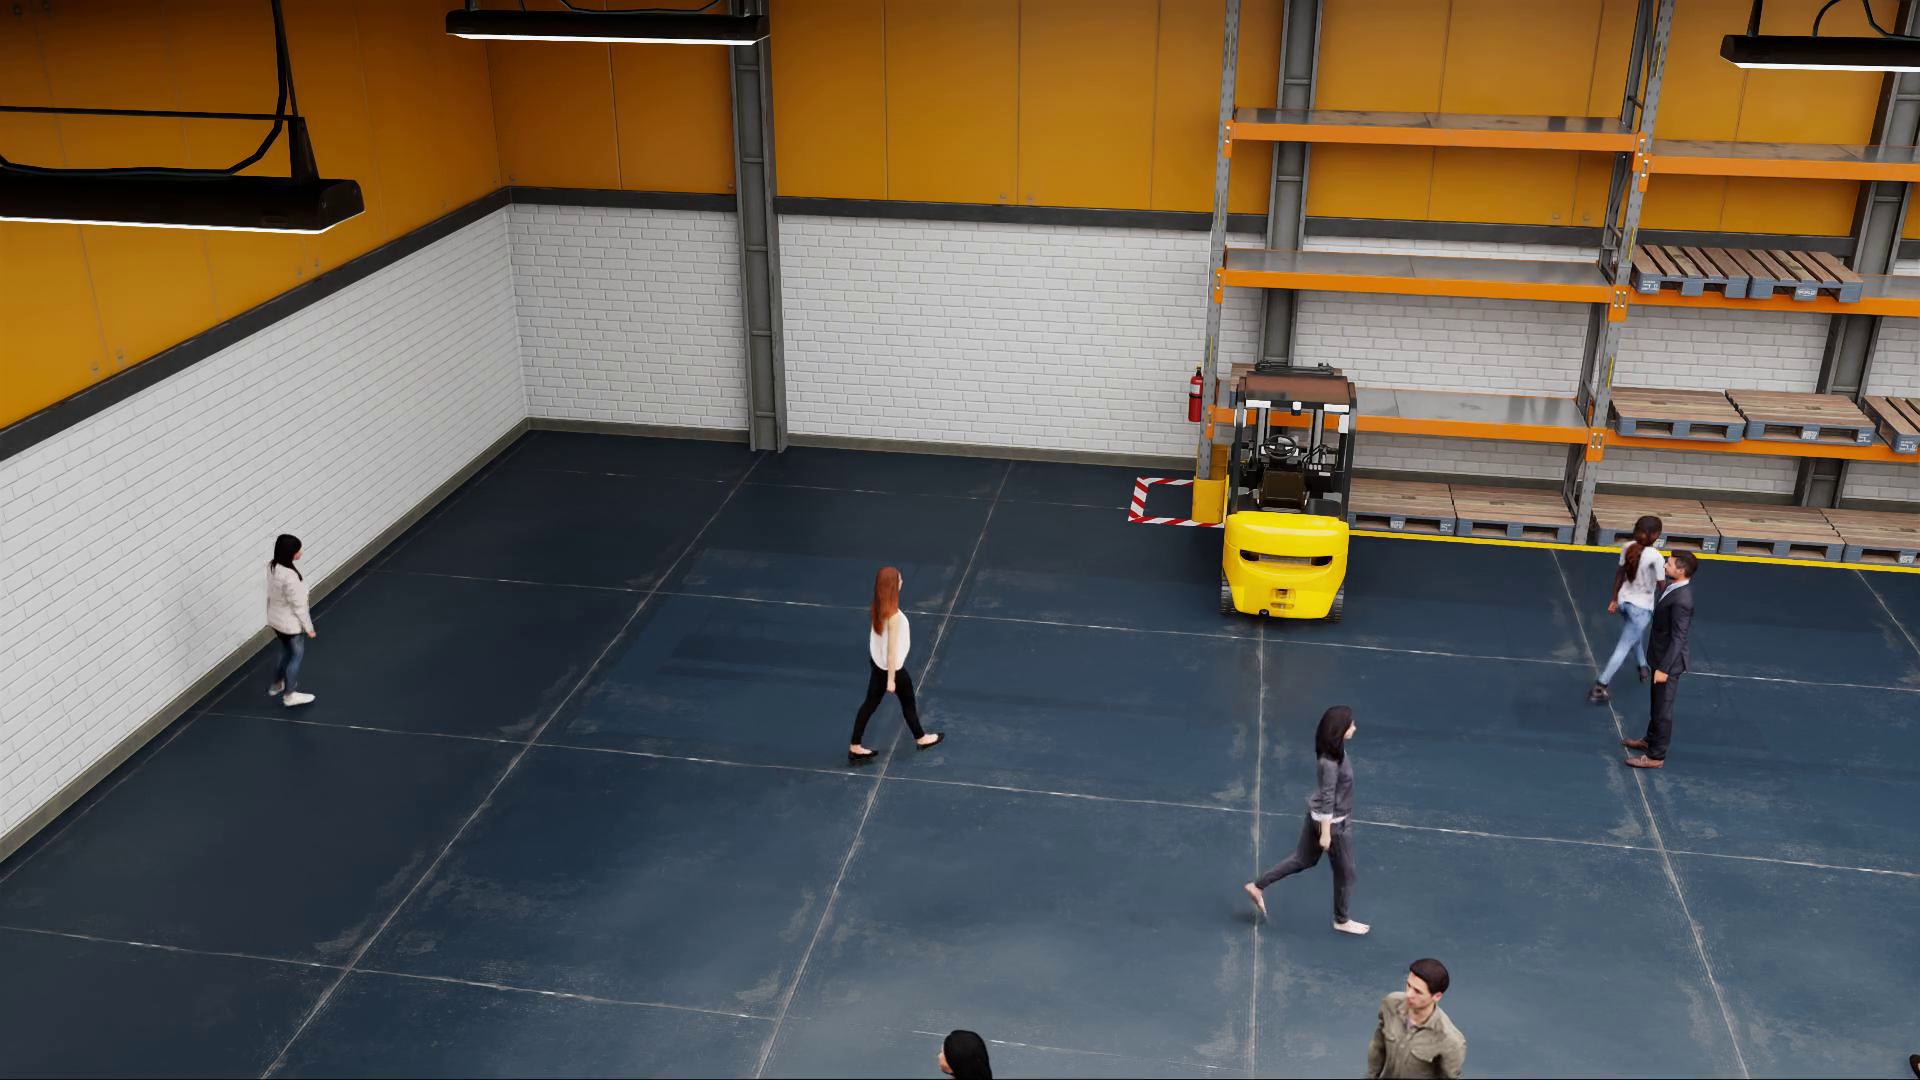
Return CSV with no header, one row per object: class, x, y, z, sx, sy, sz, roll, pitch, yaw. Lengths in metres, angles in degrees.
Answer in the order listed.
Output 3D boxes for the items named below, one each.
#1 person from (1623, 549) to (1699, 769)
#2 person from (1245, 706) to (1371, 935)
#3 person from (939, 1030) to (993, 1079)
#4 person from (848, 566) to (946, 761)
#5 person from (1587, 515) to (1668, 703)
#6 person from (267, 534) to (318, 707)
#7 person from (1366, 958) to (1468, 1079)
person,5.648,0.938,13.305,0.612,1.868,0.646,6,24,14
person,2.392,1.905,11.263,1.091,1.732,0.626,3,24,6
person,0.010,3.172,8.389,0.595,1.711,0.622,1,24,1
person,-0.655,1.035,13.318,1.142,1.678,0.990,-10,26,-23
person,5.726,0.630,14.250,1.206,1.674,0.997,-9,25,-20
person,-5.779,0.694,14.198,0.768,1.600,0.885,14,27,29
person,2.371,2.957,8.692,0.827,1.863,0.768,-16,28,-32
